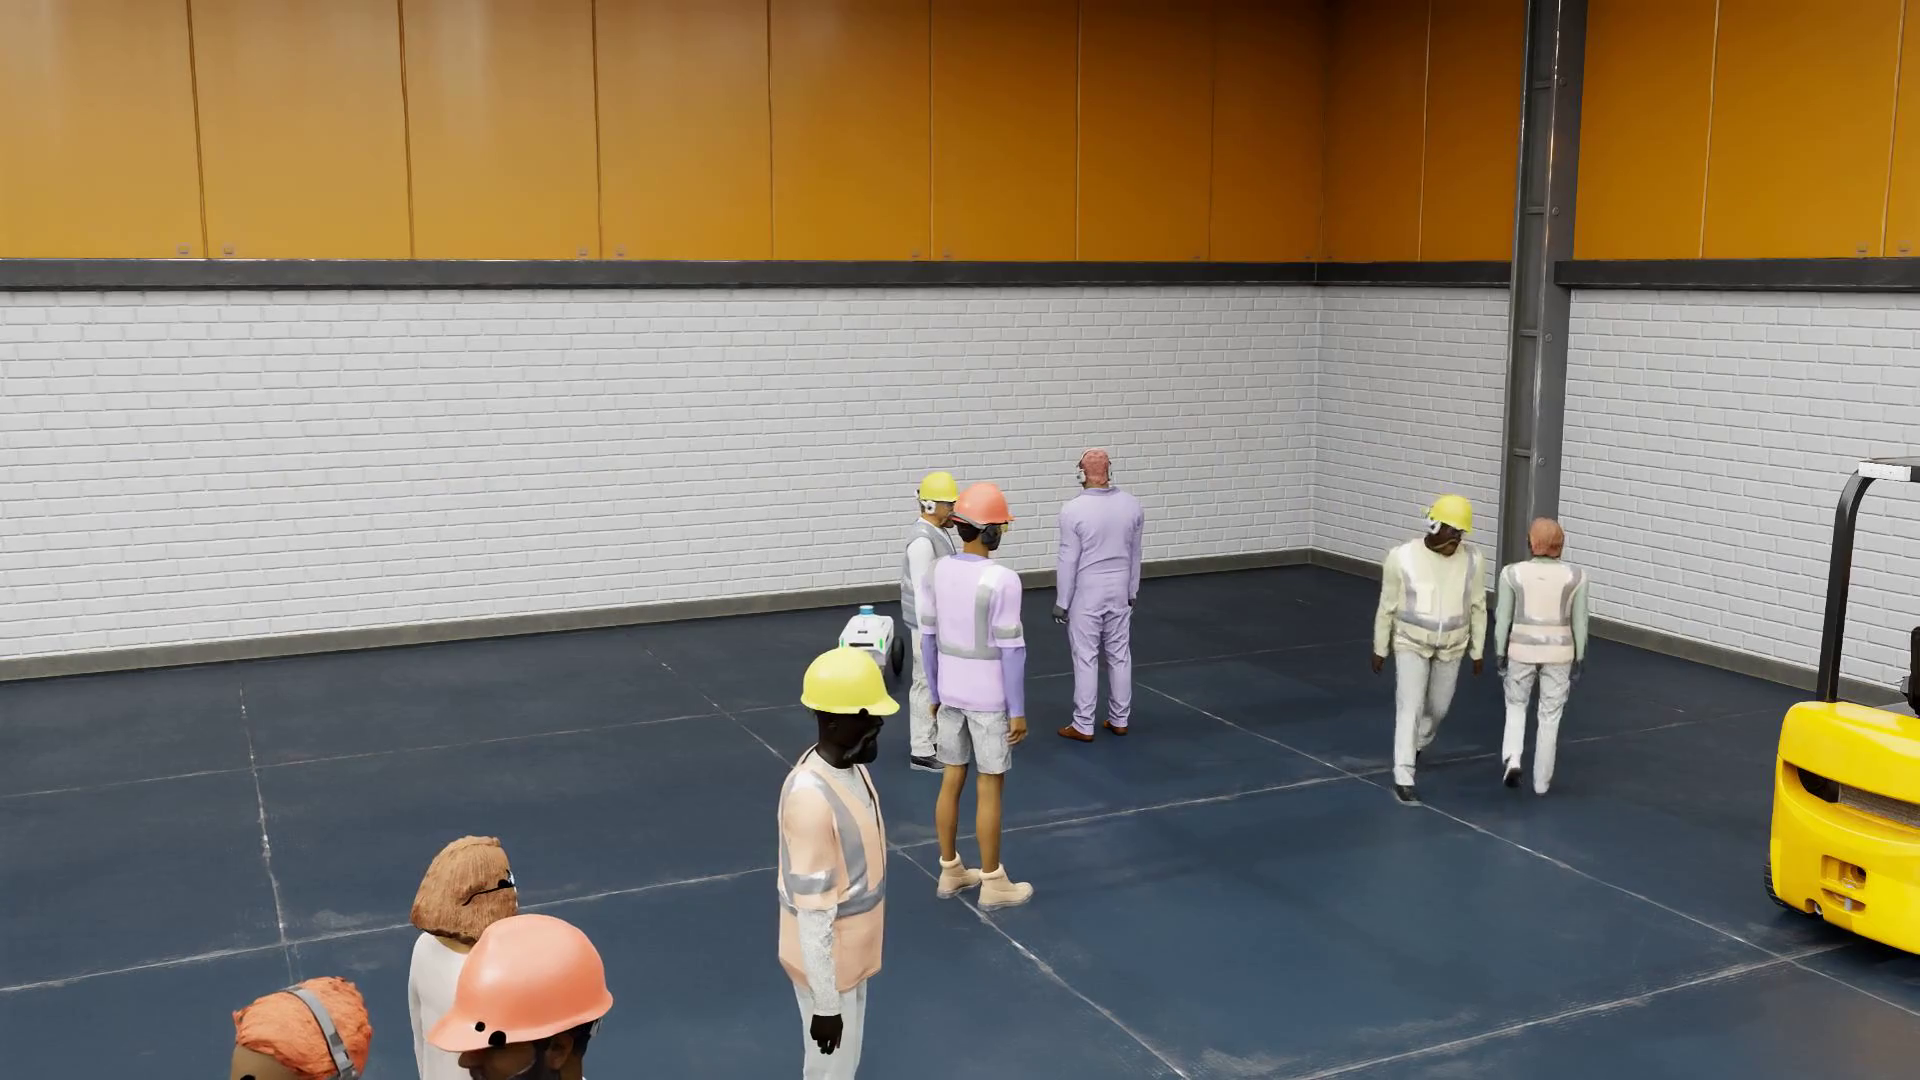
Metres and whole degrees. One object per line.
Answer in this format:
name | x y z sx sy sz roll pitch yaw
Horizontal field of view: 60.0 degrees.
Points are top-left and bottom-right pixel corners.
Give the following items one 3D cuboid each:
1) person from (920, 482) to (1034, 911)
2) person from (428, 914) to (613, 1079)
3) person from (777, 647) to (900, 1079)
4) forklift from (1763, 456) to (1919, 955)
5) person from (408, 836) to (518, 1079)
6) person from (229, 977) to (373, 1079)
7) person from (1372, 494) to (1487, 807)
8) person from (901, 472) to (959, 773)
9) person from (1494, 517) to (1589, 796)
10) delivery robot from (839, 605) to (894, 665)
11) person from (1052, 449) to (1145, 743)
person | 0.087 0.740 7.970 0.608 2.045 0.391 9 13 44
person | -0.730 1.597 2.979 0.354 1.938 0.544 -8 12 -41
person | -0.359 1.266 5.064 0.371 1.925 0.595 1 9 5
forklift | 4.857 0.731 7.561 2.313 2.155 1.214 -4 10 -25
person | -1.219 1.545 4.238 0.279 1.634 0.499 -8 12 -40
person | -1.051 1.644 2.853 0.584 1.882 0.337 5 10 28
person | 2.722 0.594 9.710 0.648 1.789 0.796 0 9 1
person | -0.154 0.490 10.184 0.403 1.827 0.600 1 9 6
person | 3.364 0.682 9.642 0.515 1.627 0.363 4 10 21
delivery robot | -0.691 0.730 12.344 0.477 0.478 0.707 1 9 4
person | 0.874 0.358 10.785 0.639 1.902 0.406 -5 11 -29
